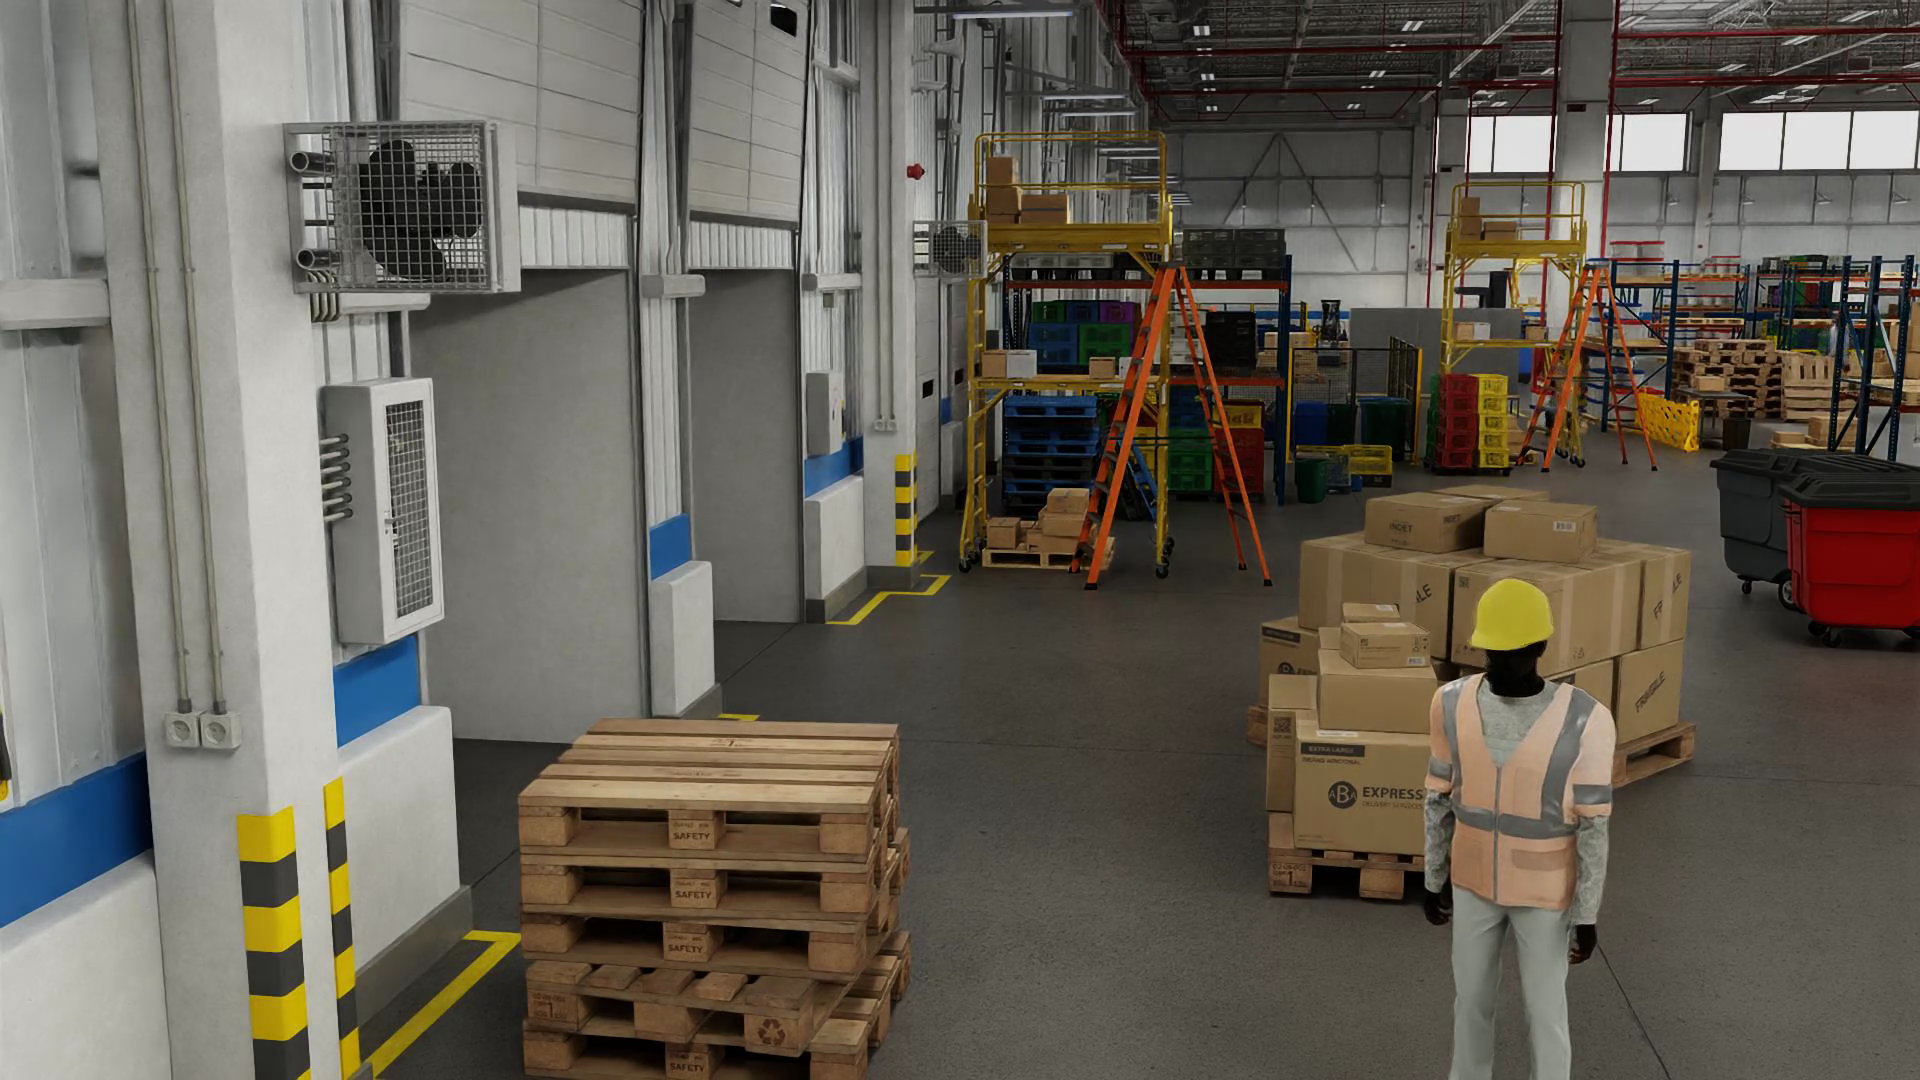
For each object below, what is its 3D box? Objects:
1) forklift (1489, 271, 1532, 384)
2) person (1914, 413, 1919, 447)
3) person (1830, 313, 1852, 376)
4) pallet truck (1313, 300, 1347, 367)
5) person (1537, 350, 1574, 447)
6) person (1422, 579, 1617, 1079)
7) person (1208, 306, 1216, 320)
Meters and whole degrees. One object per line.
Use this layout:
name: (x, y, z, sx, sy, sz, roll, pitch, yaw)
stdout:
forklift: (13.424, -5.322, 41.592, 1.873, 2.768, 1.129, 1, 9, 9)
person: (15.644, -2.355, 26.807, 0.319, 1.739, 0.484, 9, 13, 44)
person: (20.302, -4.318, 38.360, 0.560, 1.920, 0.453, -2, 9, -13)
pallet truck: (11.159, -6.200, 49.718, 0.823, 1.965, 1.885, 4, 10, 26)
person: (9.687, -2.342, 26.920, 0.551, 1.666, 0.695, -4, 10, -25)
person: (1.708, 1.064, 5.174, 0.588, 1.918, 0.397, 8, 12, 39)
person: (6.564, -5.165, 43.634, 0.441, 1.909, 0.575, -7, 12, -38)
